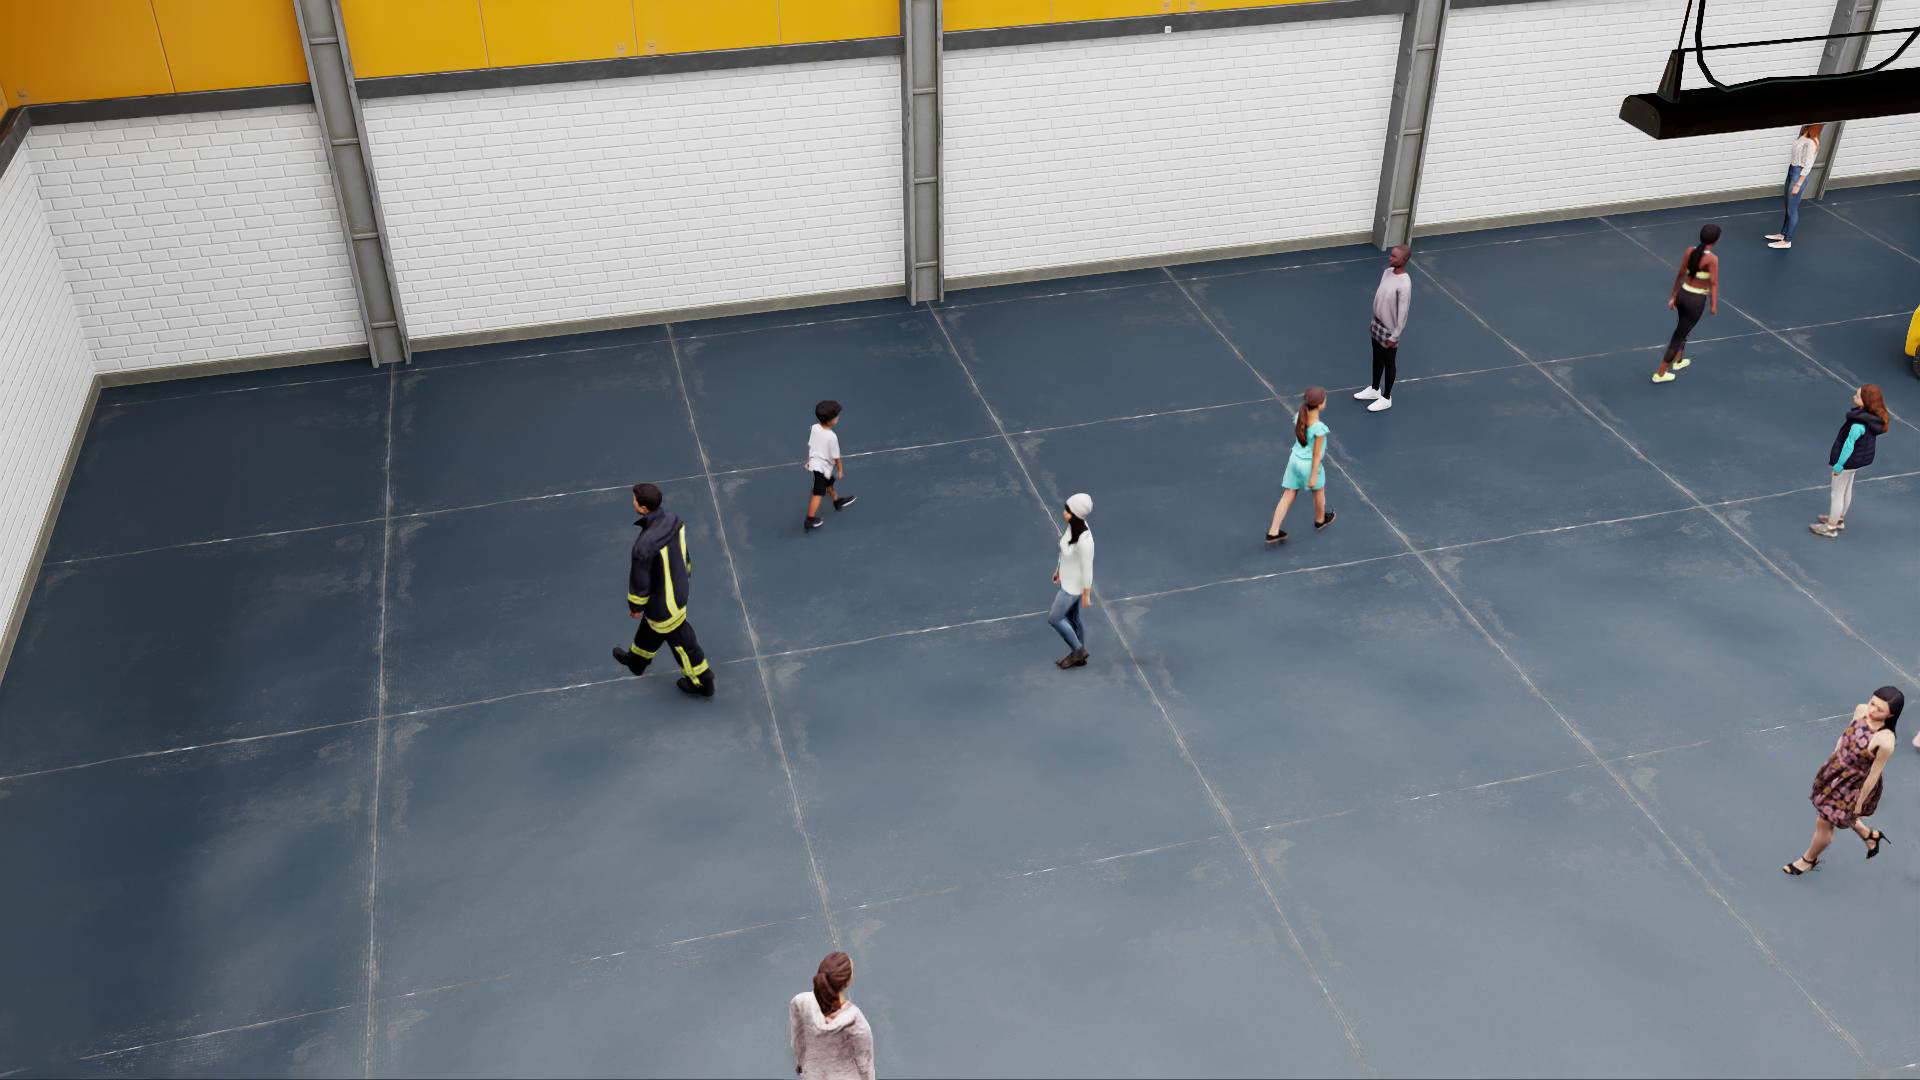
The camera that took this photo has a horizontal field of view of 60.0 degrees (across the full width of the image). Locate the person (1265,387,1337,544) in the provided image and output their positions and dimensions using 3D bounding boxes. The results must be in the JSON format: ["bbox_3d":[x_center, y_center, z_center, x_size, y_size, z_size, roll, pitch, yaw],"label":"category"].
[{"bbox_3d":[3.012,-0.636,14.796,1.114,1.520,0.798,-20,39,-28],"label":"person"}]

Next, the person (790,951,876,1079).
[{"bbox_3d":[-0.740,2.994,9.190,0.785,1.679,0.850,15,36,21],"label":"person"}]

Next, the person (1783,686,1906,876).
[{"bbox_3d":[6.036,1.650,11.149,0.940,1.750,0.745,-1,34,-1],"label":"person"}]

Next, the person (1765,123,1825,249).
[{"bbox_3d":[10.232,-4.417,20.296,0.658,1.728,0.652,9,35,13],"label":"person"}]

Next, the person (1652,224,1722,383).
[{"bbox_3d":[7.520,-2.424,17.297,0.877,1.730,0.641,-14,36,-20],"label":"person"}]

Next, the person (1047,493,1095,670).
[{"bbox_3d":[0.975,0.332,13.237,0.627,1.634,0.618,-3,34,-5],"label":"person"}]

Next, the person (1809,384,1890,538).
[{"bbox_3d":[8.010,-0.732,14.960,0.739,1.499,0.663,26,41,33],"label":"person"}]

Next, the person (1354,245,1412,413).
[{"bbox_3d":[4.356,-2.170,16.876,0.545,1.772,0.619,-11,35,-15],"label":"person"}]

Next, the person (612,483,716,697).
[{"bbox_3d":[-2.211,0.439,12.861,1.330,1.872,1.183,9,35,14],"label":"person"}]

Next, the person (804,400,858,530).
[{"bbox_3d":[-1.298,-0.667,15.105,0.724,1.230,0.909,28,43,35],"label":"person"}]
